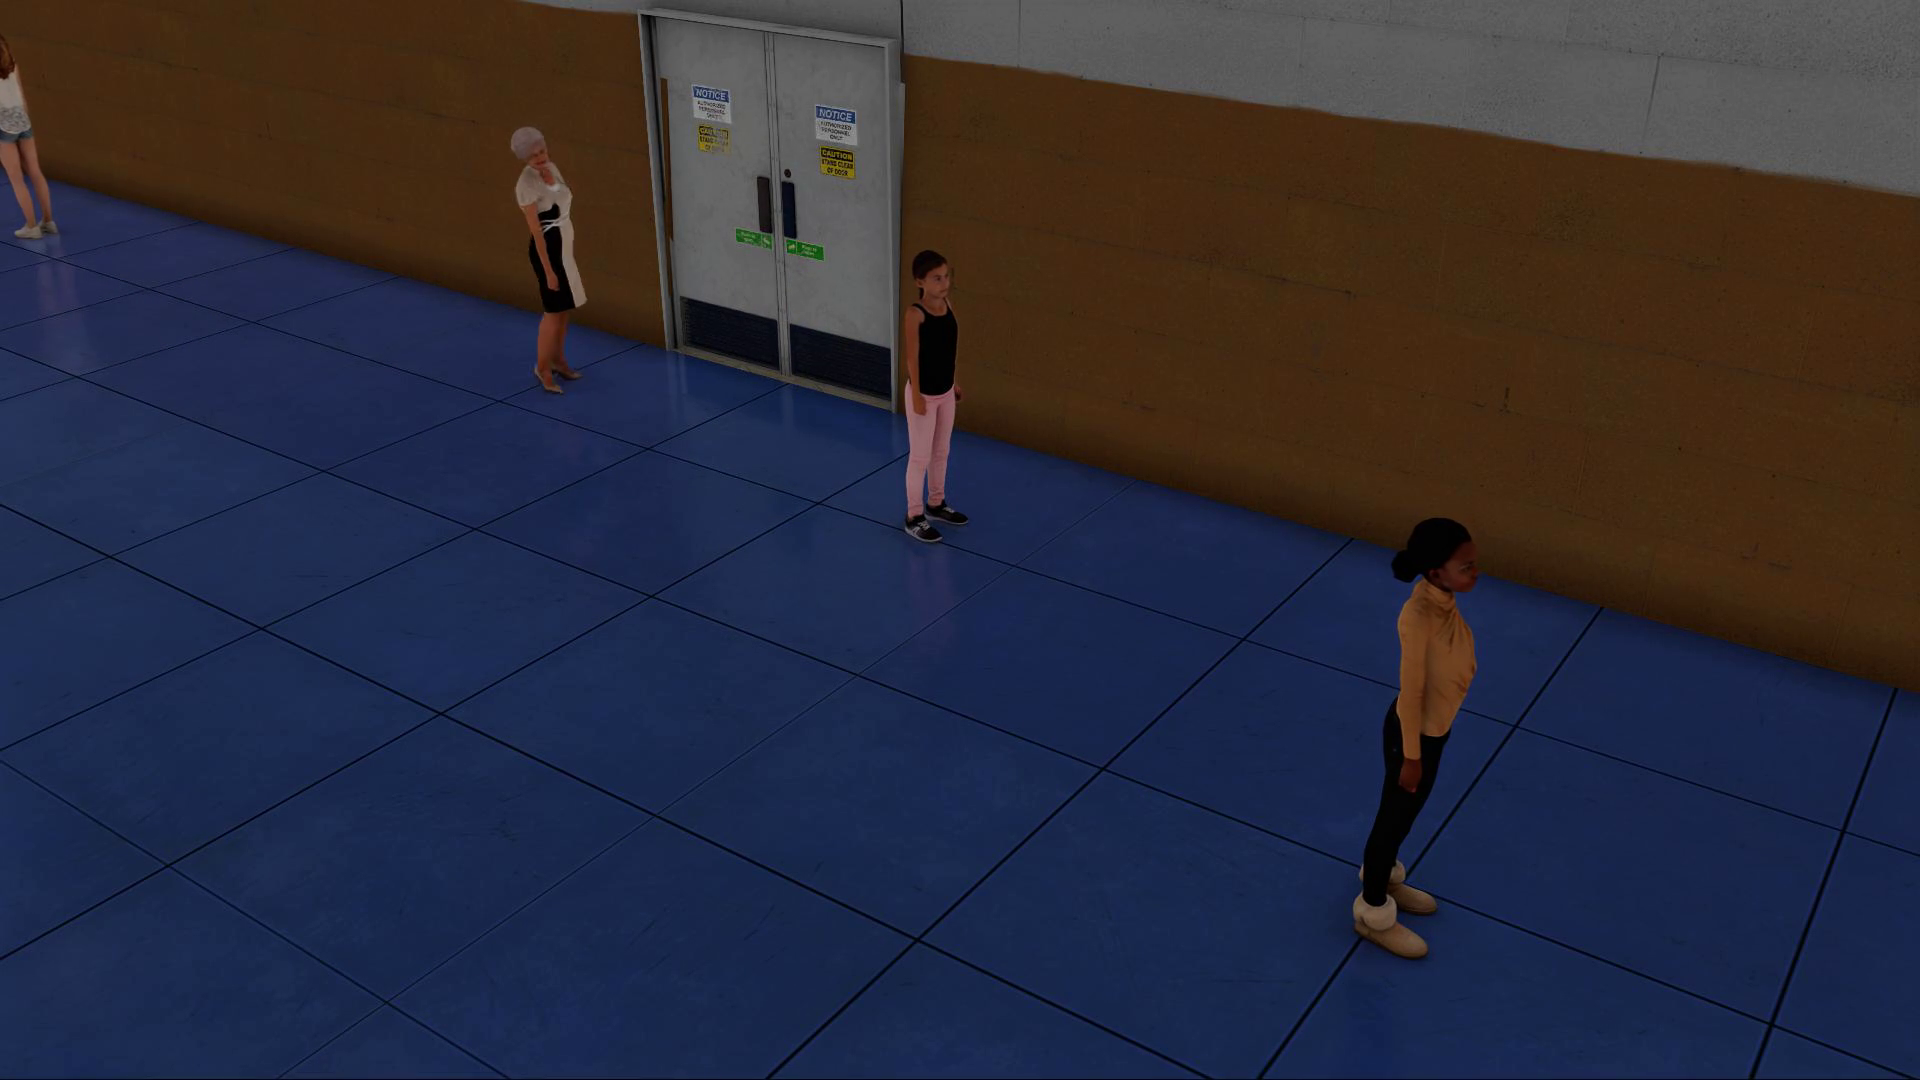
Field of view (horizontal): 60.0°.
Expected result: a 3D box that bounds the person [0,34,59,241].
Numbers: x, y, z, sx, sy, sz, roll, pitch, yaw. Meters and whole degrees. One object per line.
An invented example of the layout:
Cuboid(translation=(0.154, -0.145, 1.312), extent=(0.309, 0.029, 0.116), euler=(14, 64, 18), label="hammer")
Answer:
Cuboid(translation=(-7.785, -3.363, 13.700), extent=(0.666, 1.754, 0.524), euler=(12, 29, 22), label="person")

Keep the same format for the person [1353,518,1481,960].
Cuboid(translation=(1.598, 0.674, 5.844), extent=(0.696, 1.659, 0.551), euler=(12, 29, 22), label="person")

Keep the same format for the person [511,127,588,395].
Cuboid(translation=(-2.617, -1.807, 10.661), extent=(0.851, 1.726, 0.739), euler=(-5, 27, -9), label="person")

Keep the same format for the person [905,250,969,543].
Cuboid(translation=(-0.156, -0.775, 8.805), extent=(0.596, 1.565, 0.451), euler=(19, 32, 32), label="person")
